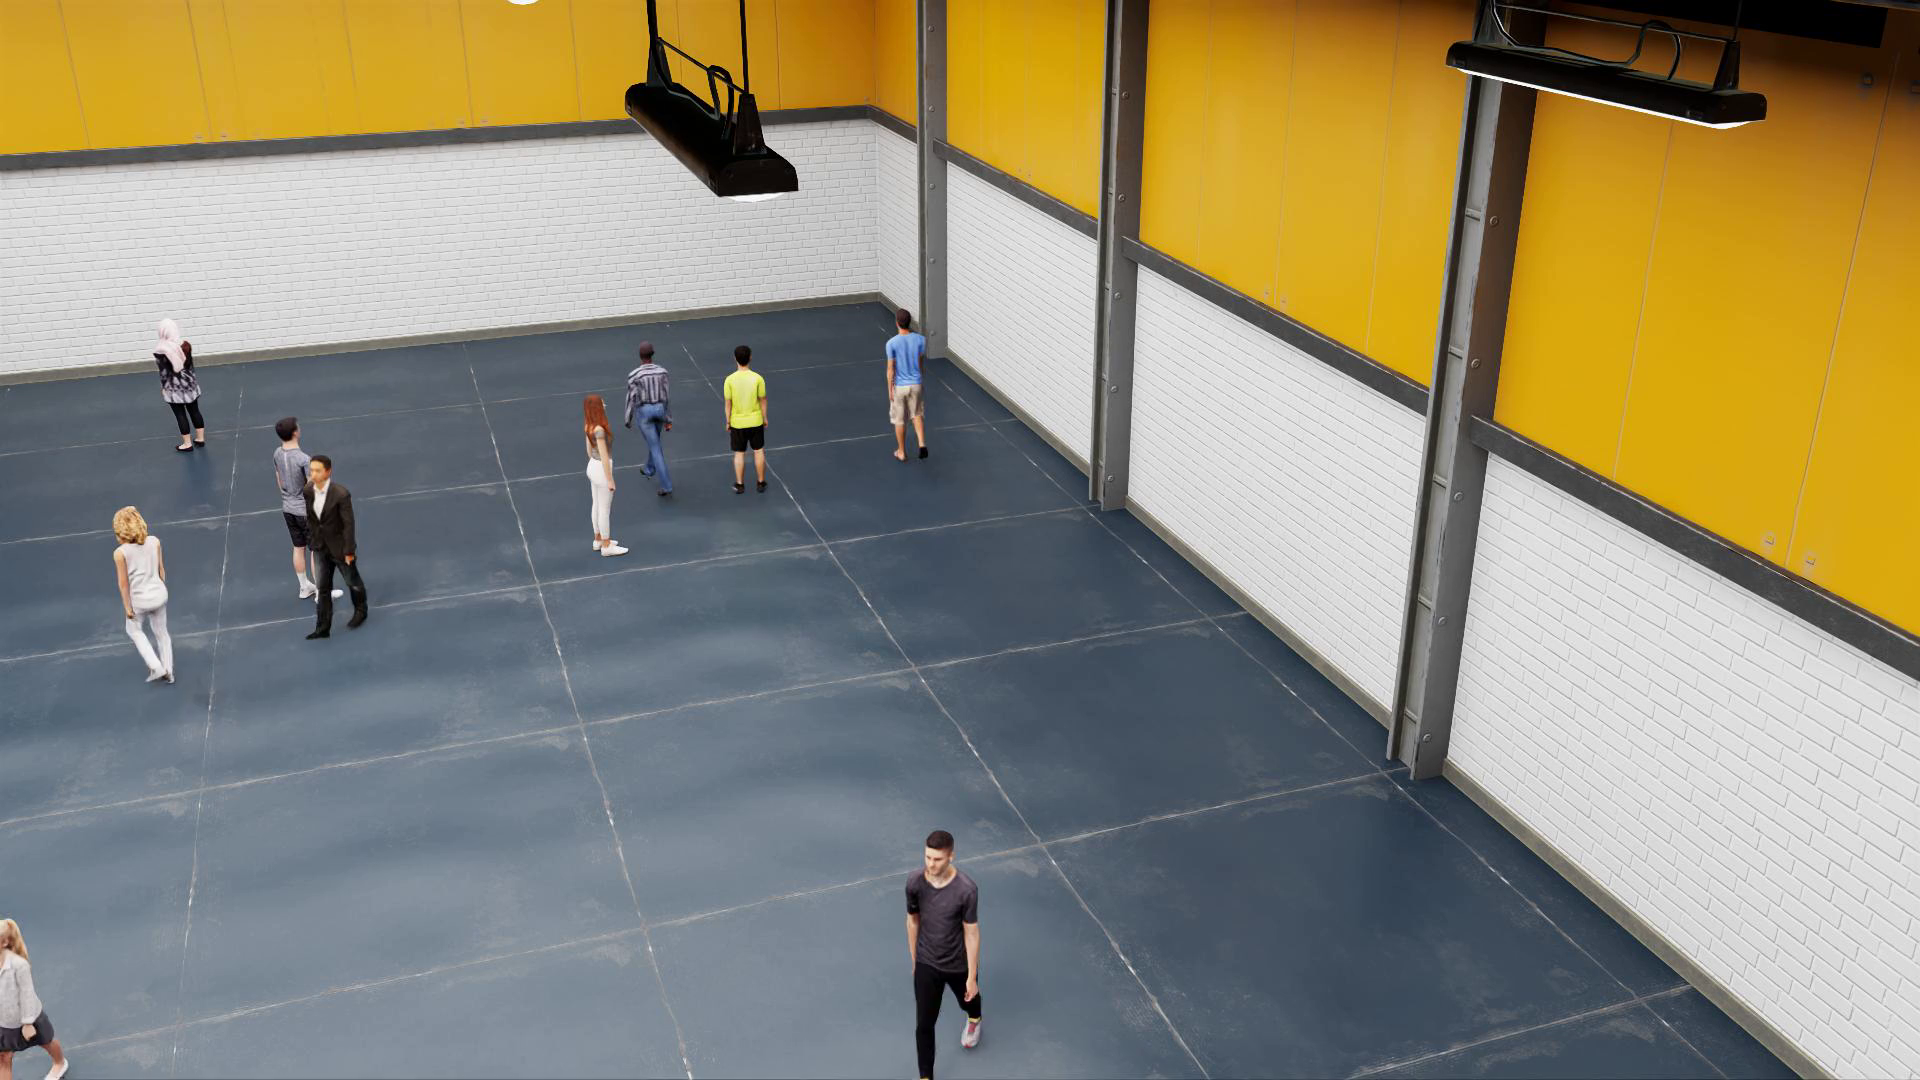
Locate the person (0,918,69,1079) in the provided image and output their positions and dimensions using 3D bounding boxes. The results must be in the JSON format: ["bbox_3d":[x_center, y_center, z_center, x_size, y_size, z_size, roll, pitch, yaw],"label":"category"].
[{"bbox_3d":[-5.568,2.777,9.893,0.768,1.244,0.933,4,24,8],"label":"person"}]

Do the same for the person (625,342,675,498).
[{"bbox_3d":[-3.396,-1.300,18.576,0.877,1.758,1.165,-19,30,-37],"label":"person"}]

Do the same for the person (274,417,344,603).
[{"bbox_3d":[-6.397,-0.301,16.150,0.714,1.872,0.789,12,26,26],"label":"person"}]

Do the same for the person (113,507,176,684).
[{"bbox_3d":[-7.072,0.513,14.549,0.728,1.663,0.693,16,28,32],"label":"person"}]

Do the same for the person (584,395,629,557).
[{"bbox_3d":[-3.726,-0.680,17.201,0.688,1.724,0.517,-13,27,-27],"label":"person"}]

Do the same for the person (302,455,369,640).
[{"bbox_3d":[-5.798,0.010,15.558,1.036,1.775,1.154,6,24,13],"label":"person"}]

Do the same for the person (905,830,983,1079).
[{"bbox_3d":[-0.044,2.477,9.968,1.091,1.733,1.231,7,25,16],"label":"person"}]

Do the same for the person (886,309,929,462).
[{"bbox_3d":[-0.590,-1.774,19.550,0.636,1.847,0.823,-8,25,-17],"label":"person"}]

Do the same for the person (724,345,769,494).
[{"bbox_3d":[-2.409,-1.367,18.792,0.665,1.707,0.582,-4,24,-8],"label":"person"}]

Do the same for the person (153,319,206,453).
[{"bbox_3d":[-9.401,-1.877,20.047,0.806,1.638,0.751,12,26,26],"label":"person"}]
